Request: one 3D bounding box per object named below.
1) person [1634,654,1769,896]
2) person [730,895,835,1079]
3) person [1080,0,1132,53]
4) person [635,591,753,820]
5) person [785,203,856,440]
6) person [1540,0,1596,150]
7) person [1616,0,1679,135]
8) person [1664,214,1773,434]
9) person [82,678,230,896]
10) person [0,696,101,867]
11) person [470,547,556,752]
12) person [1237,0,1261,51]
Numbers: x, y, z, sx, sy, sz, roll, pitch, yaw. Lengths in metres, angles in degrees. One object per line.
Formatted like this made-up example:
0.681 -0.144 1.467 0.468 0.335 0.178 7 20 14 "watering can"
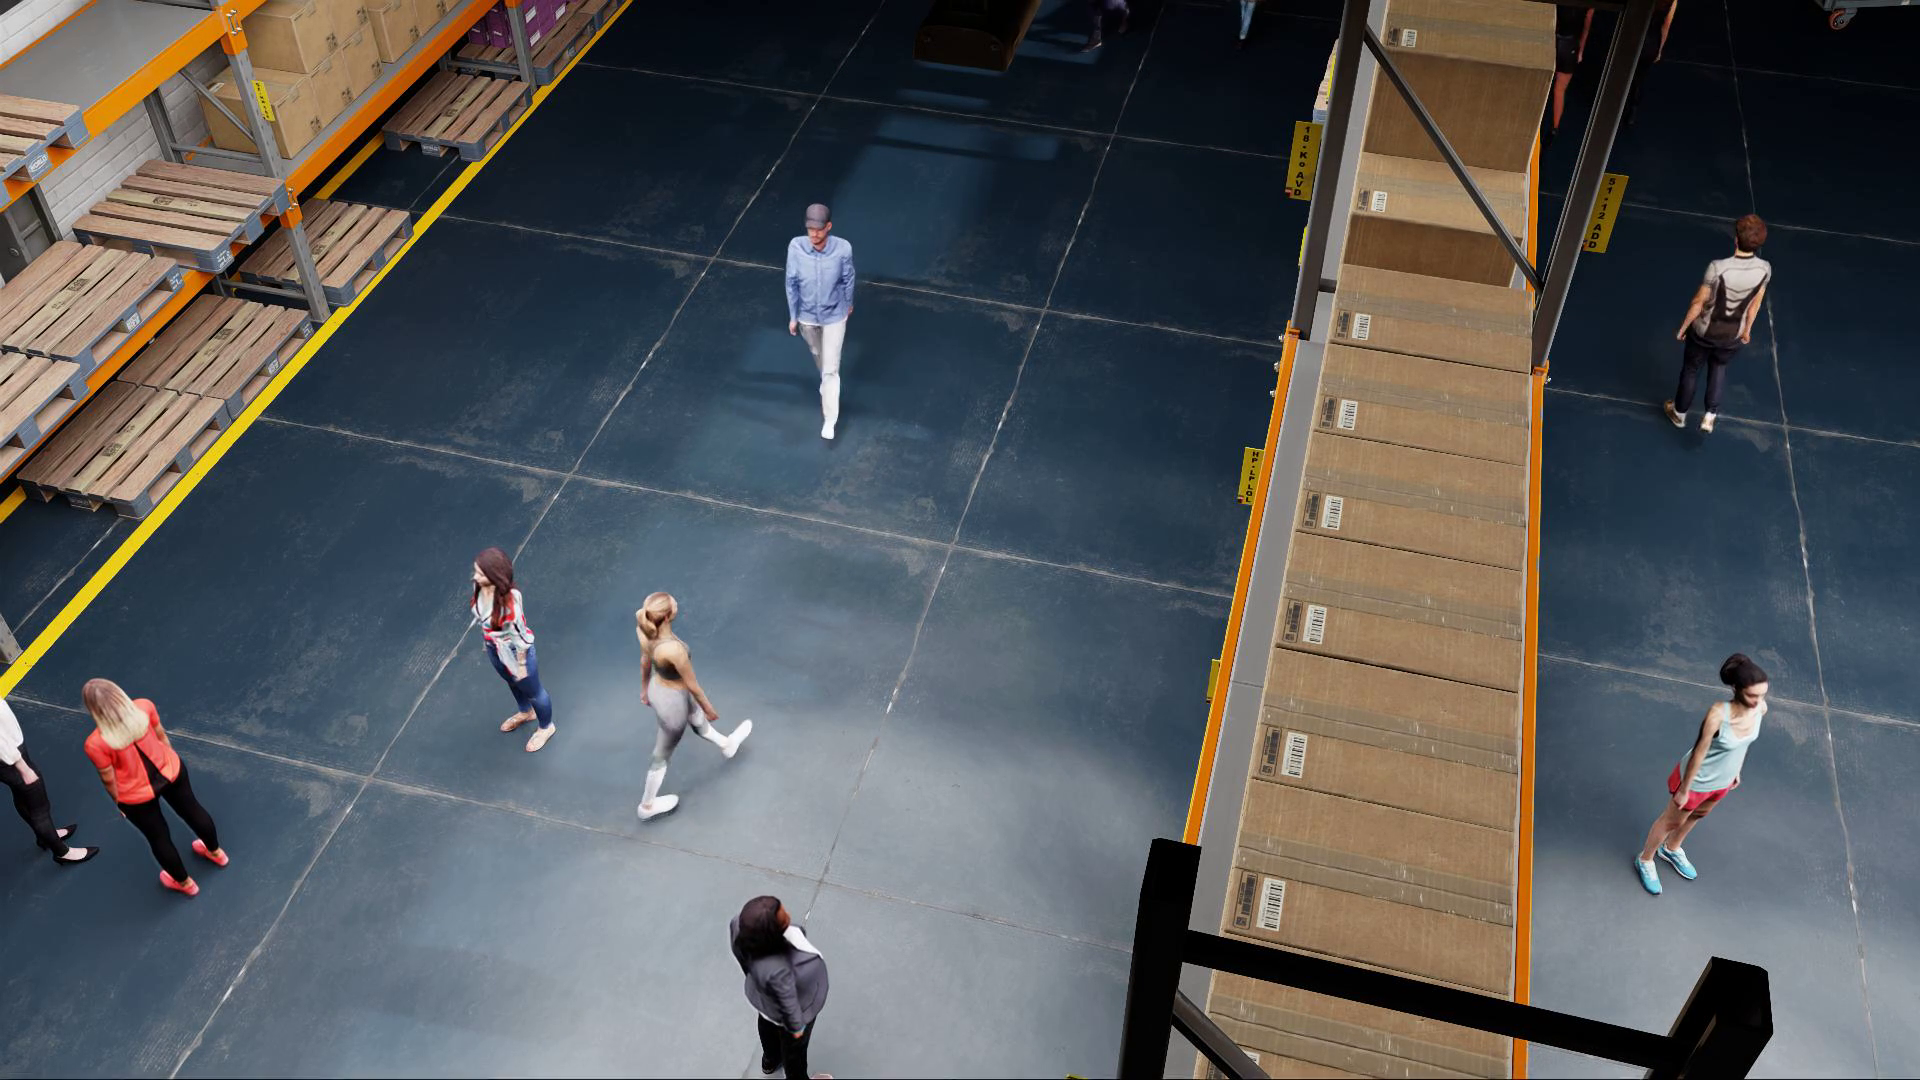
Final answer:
4.223 1.334 9.404 0.706 1.765 0.750 -15 46 -16 "person"
-0.920 2.315 8.495 0.846 1.597 0.799 -27 50 -26 "person"
1.545 -5.903 16.945 1.048 1.842 0.880 -33 53 -30 "person"
-1.773 1.019 9.819 1.217 1.649 1.015 -31 51 -28 "person"
-1.047 -1.766 12.602 0.800 1.843 1.210 3 44 4 "person"
5.604 -4.491 15.554 0.625 1.715 1.085 7 44 7 "person"
6.438 -4.590 15.685 0.681 1.677 0.709 -3 44 -3 "person"
5.638 -1.522 12.316 0.756 1.883 0.887 3 44 3 "person"
-4.573 1.377 9.411 0.707 1.693 0.575 25 49 24 "person"
-5.433 1.247 9.499 0.668 1.760 0.661 33 53 30 "person"
-2.762 0.655 10.226 0.663 1.614 0.660 32 52 29 "person"
2.962 -5.632 17.139 0.633 1.180 0.754 24 49 23 "person"
